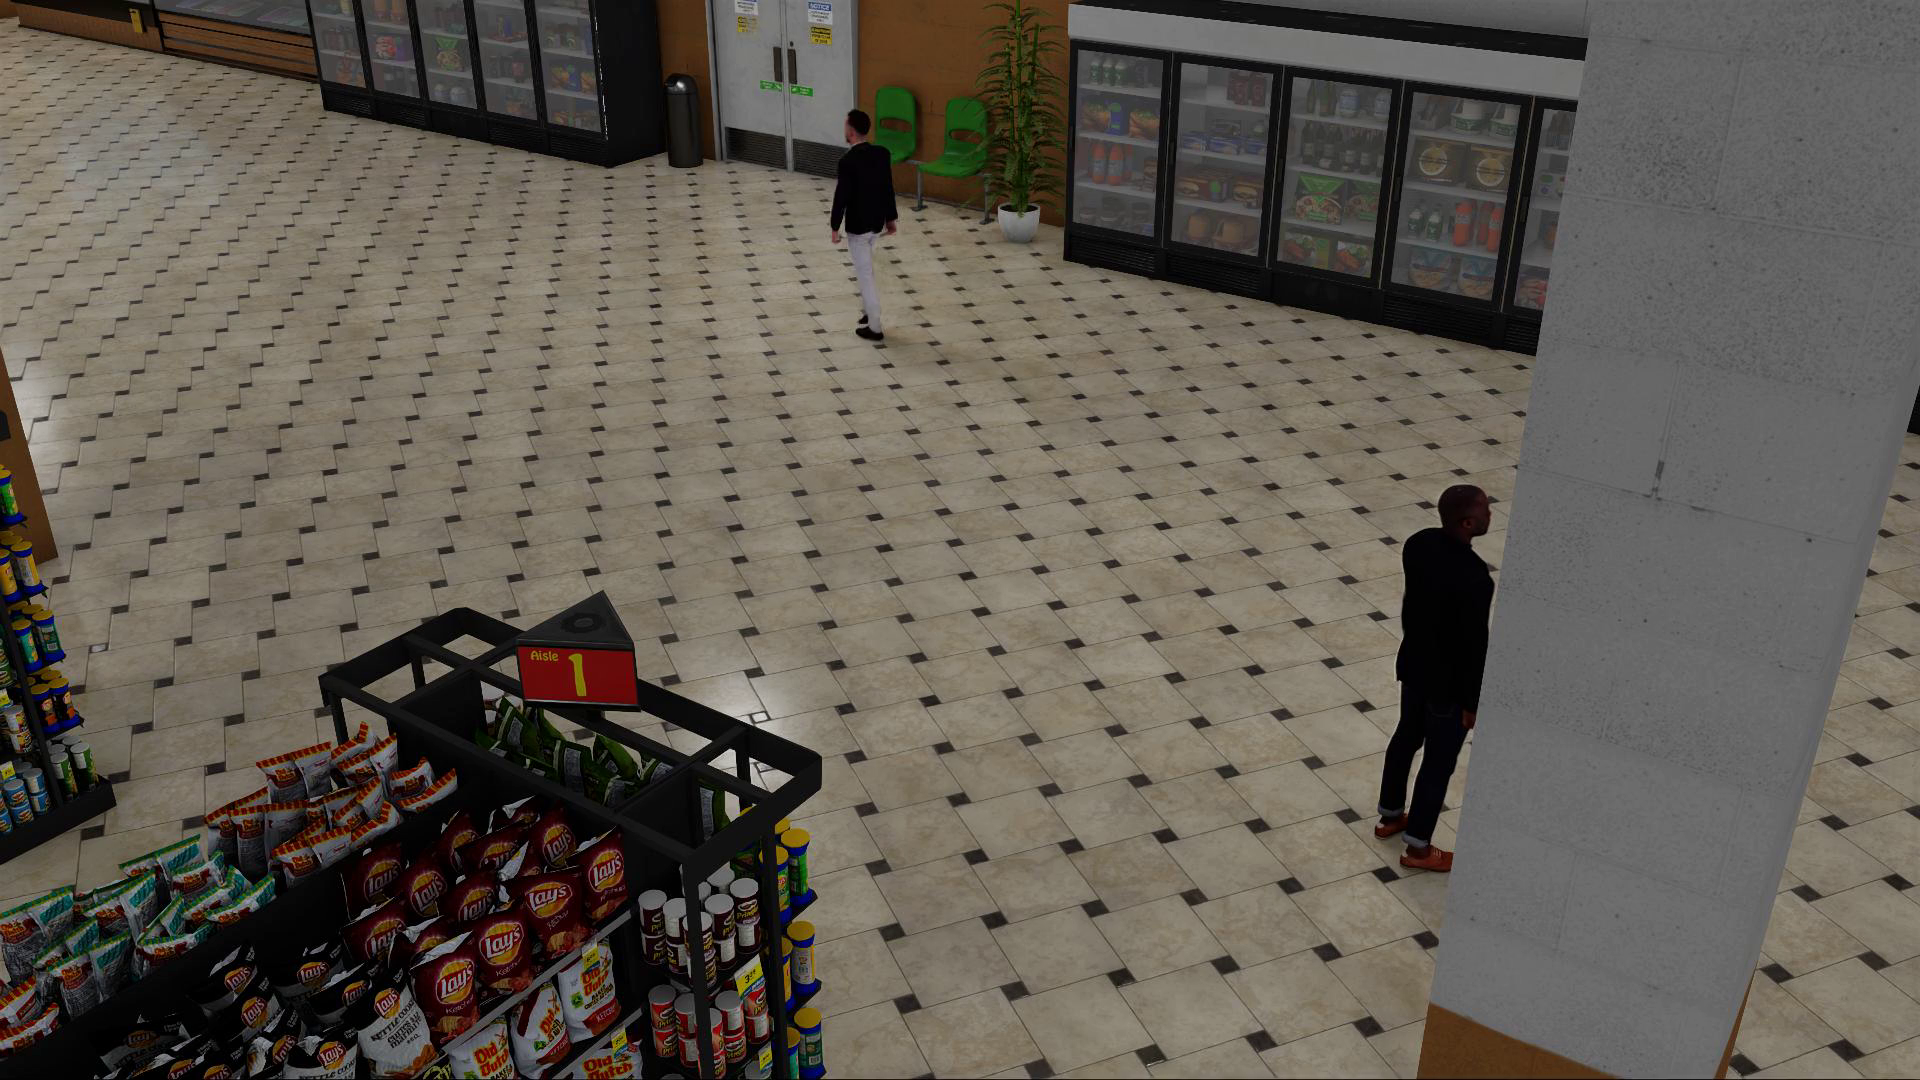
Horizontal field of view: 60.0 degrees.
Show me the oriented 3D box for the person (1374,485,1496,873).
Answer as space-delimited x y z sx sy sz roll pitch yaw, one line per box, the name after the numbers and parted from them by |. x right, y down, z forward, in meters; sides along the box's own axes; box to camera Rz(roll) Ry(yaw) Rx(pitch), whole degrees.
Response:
2.050 0.586 7.157 0.819 1.818 0.785 -7 28 -14 | person

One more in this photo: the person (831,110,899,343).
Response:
-0.688 -2.444 13.120 0.654 1.830 0.813 -24 35 -38 | person
